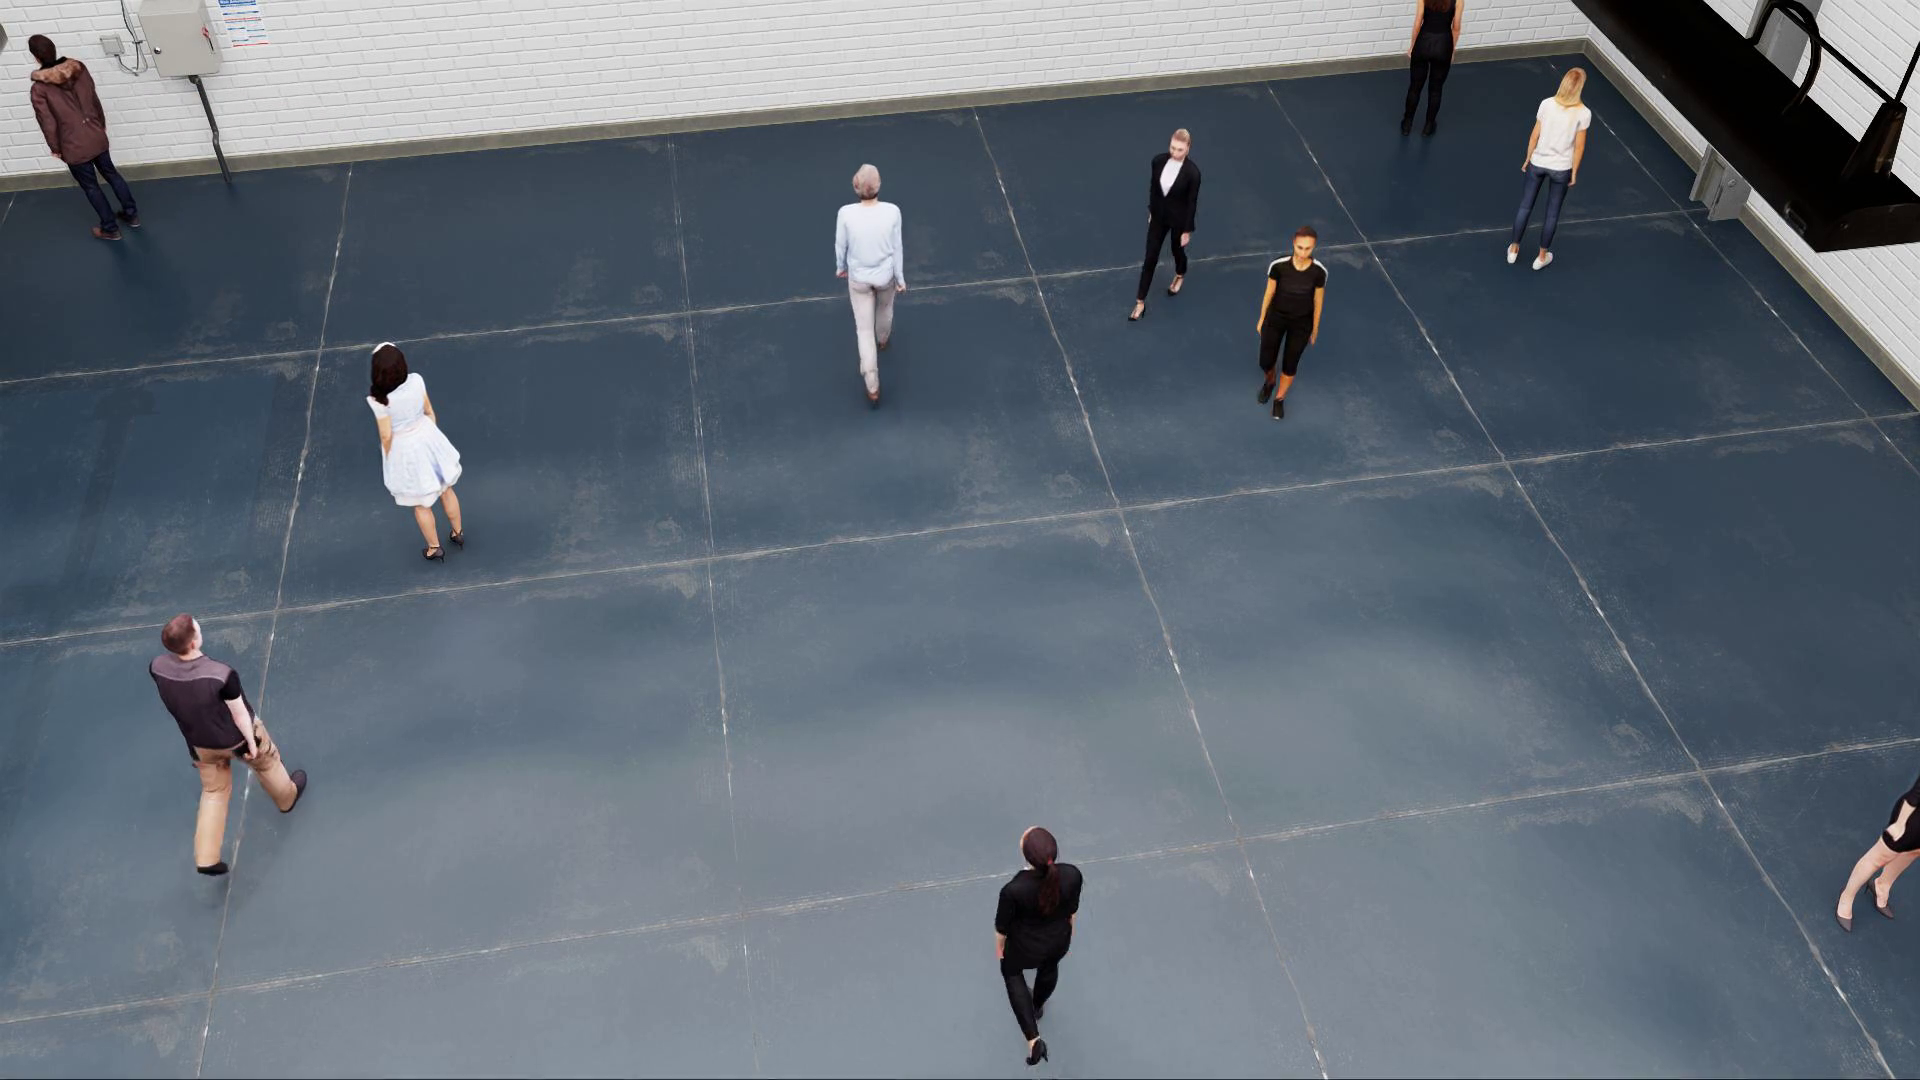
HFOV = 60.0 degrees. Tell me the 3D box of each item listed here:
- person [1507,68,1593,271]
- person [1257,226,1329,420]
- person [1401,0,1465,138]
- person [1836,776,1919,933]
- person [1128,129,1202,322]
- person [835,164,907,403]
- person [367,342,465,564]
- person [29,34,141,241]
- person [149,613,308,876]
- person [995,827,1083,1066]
[{"bbox_3d":[4.921,-3.098,13.877,0.664,1.808,0.706,22,48,21],"label":"person"},{"bbox_3d":[2.478,-1.684,12.500,0.702,1.660,0.722,10,44,10],"label":"person"},{"bbox_3d":[4.402,-4.564,15.503,0.679,1.688,0.698,13,45,13],"label":"person"},{"bbox_3d":[5.257,1.509,9.044,0.591,1.804,0.504,-9,44,-10],"label":"person"},{"bbox_3d":[1.752,-2.587,13.454,1.063,1.652,1.142,24,49,23],"label":"person"},{"bbox_3d":[-0.669,-1.918,12.611,0.750,1.845,1.244,-3,44,-3],"label":"person"},{"bbox_3d":[-3.666,-0.579,11.225,0.905,1.818,0.854,33,53,30],"label":"person"},{"bbox_3d":[-7.509,-3.434,14.202,0.932,1.845,0.837,19,47,19],"label":"person"},{"bbox_3d":[-4.234,1.163,9.403,0.883,1.809,1.219,5,44,5],"label":"person"},{"bbox_3d":[0.418,2.114,8.523,0.644,1.646,0.831,-11,45,-11],"label":"person"}]
